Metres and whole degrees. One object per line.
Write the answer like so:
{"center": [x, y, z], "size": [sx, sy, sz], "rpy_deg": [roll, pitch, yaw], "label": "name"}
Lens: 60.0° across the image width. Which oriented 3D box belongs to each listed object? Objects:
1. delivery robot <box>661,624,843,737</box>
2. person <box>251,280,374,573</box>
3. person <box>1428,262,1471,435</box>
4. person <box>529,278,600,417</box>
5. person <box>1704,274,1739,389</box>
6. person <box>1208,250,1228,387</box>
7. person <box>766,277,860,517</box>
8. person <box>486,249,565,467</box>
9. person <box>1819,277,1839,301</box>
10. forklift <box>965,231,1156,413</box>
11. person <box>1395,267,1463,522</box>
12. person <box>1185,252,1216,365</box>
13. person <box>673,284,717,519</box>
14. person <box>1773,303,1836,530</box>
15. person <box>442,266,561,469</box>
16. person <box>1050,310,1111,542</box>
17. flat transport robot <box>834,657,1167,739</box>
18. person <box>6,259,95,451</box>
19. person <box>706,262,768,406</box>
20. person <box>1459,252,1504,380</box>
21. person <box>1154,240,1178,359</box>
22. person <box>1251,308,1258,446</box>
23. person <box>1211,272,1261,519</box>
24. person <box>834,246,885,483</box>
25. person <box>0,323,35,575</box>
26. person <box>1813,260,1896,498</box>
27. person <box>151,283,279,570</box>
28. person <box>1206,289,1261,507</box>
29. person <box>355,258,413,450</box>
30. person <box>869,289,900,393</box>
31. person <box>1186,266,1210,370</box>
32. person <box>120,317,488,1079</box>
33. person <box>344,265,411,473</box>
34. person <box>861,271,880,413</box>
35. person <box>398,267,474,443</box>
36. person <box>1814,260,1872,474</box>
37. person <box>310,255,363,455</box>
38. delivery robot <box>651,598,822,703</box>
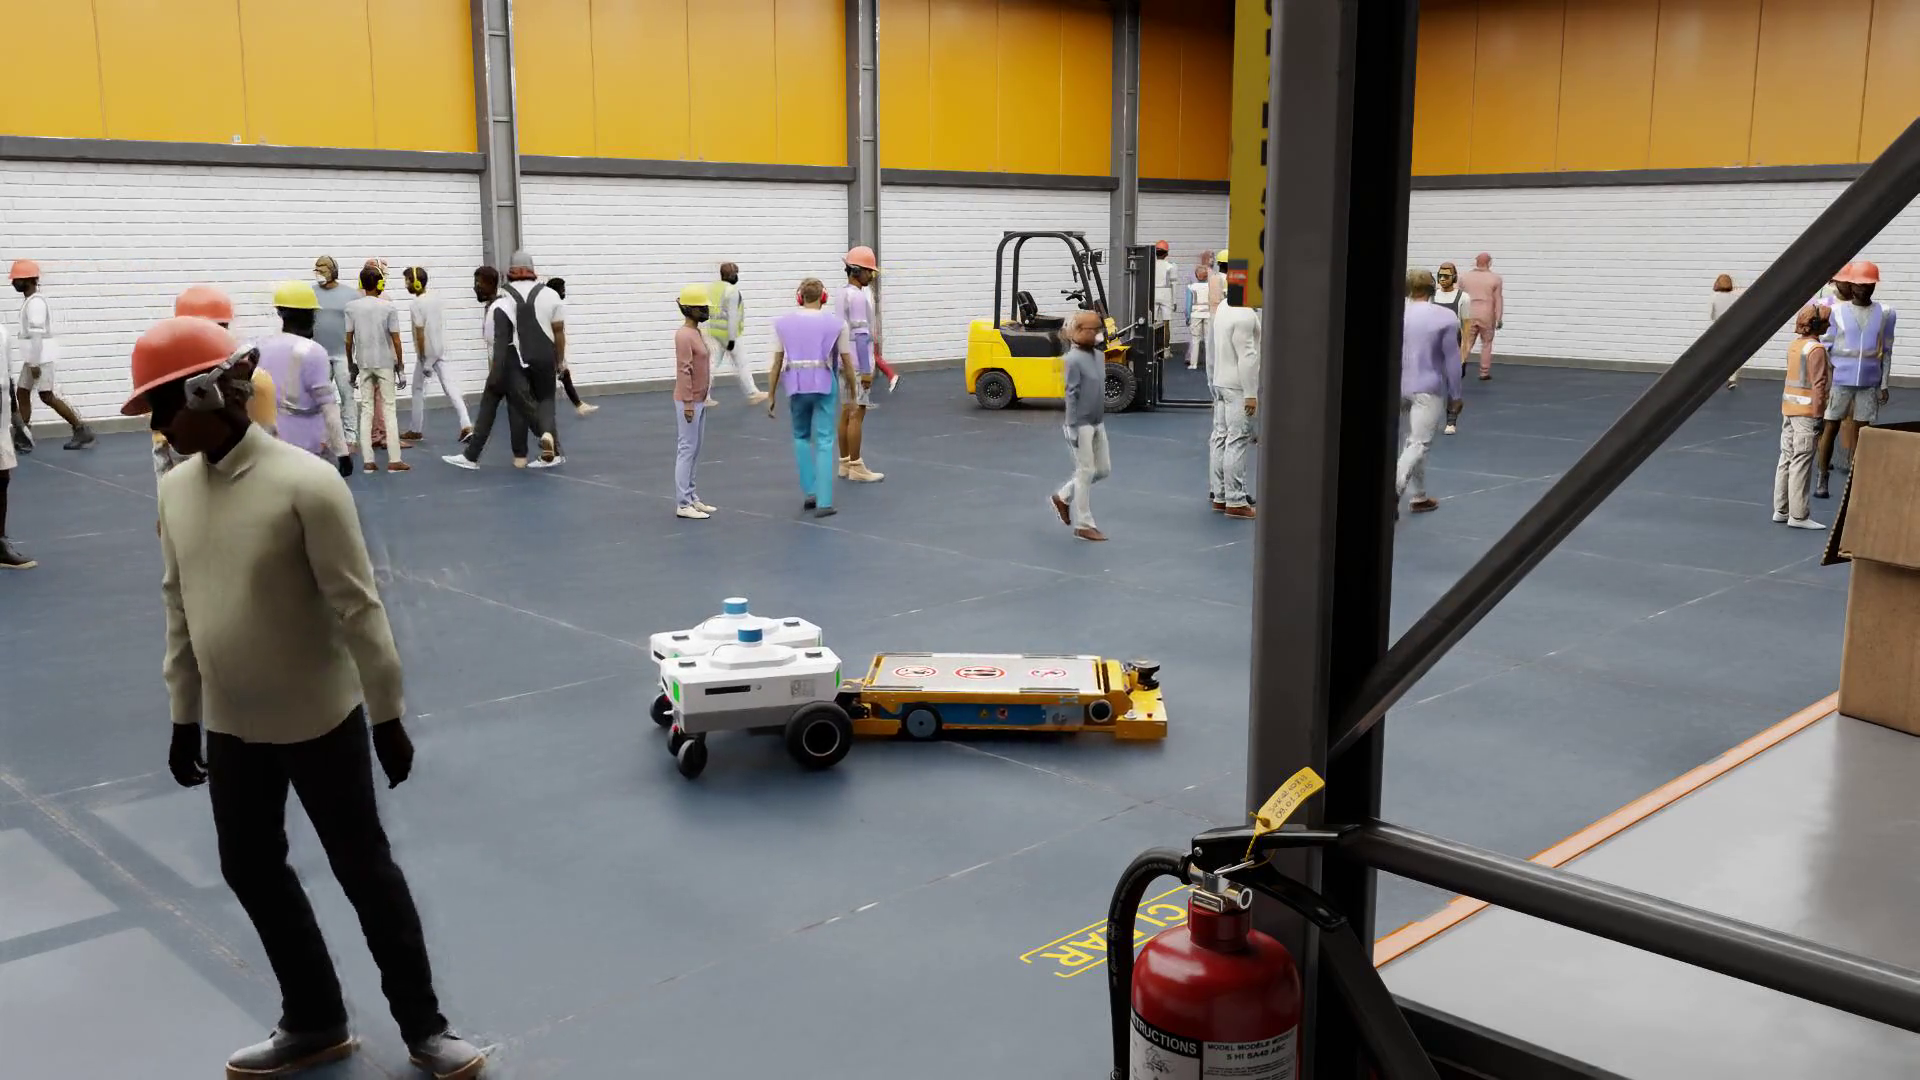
{"center": [-0.848, 0.585, 6.752], "size": [0.707, 0.478, 0.477], "rpy_deg": [-3, 11, -17], "label": "delivery robot"}
{"center": [-3.923, -0.589, 9.820], "size": [0.609, 1.877, 1.006], "rpy_deg": [6, 12, 31], "label": "person"}
{"center": [5.195, -2.054, 17.876], "size": [0.509, 1.846, 0.342], "rpy_deg": [6, 12, 30], "label": "person"}
{"center": [-4.692, -2.212, 19.283], "size": [0.904, 1.636, 0.536], "rpy_deg": [-2, 11, -9], "label": "person"}
{"center": [10.684, -2.924, 23.321], "size": [0.518, 1.588, 0.870], "rpy_deg": [0, 10, -1], "label": "person"}
{"center": [3.678, -3.084, 23.272], "size": [0.363, 1.928, 0.587], "rpy_deg": [-4, 11, -22], "label": "person"}
{"center": [-1.124, -1.098, 12.764], "size": [0.715, 1.801, 0.667], "rpy_deg": [1, 10, 4], "label": "person"}
{"center": [-3.988, -1.676, 15.284], "size": [0.690, 2.000, 0.652], "rpy_deg": [-3, 11, -18], "label": "person"}
{"center": [11.279, -2.710, 21.499], "size": [0.598, 1.828, 0.403], "rpy_deg": [-5, 12, -26], "label": "person"}
{"center": [1.222, -2.721, 20.561], "size": [2.313, 2.155, 1.214], "rpy_deg": [2, 11, 13], "label": "forklift"}
{"center": [3.394, -1.099, 12.526], "size": [0.637, 1.906, 0.929], "rpy_deg": [10, 14, 42], "label": "person"}
{"center": [4.131, -3.822, 27.492], "size": [0.996, 1.847, 0.677], "rpy_deg": [-5, 11, -24], "label": "person"}
{"center": [-2.003, -1.050, 12.619], "size": [0.325, 1.767, 0.533], "rpy_deg": [0, 10, 2], "label": "person"}
{"center": [6.173, -0.902, 12.160], "size": [0.308, 1.641, 0.511], "rpy_deg": [1, 10, 4], "label": "person"}
{"center": [-4.177, -1.560, 15.167], "size": [1.040, 1.853, 0.594], "rpy_deg": [-5, 12, -26], "label": "person"}
{"center": [0.846, -0.802, 11.675], "size": [0.477, 1.620, 0.504], "rpy_deg": [8, 13, 36], "label": "person"}
{"center": [0.172, 0.673, 7.302], "size": [1.431, 0.197, 0.652], "rpy_deg": [1, 10, 3], "label": "flat transport robot"}
{"center": [-9.118, -1.819, 16.450], "size": [0.802, 1.916, 0.555], "rpy_deg": [-7, 12, -33], "label": "person"}
{"center": [-2.894, -2.566, 20.838], "size": [0.986, 1.793, 0.639], "rpy_deg": [-9, 14, -40], "label": "person"}
{"center": [7.644, -3.284, 24.459], "size": [0.668, 1.891, 0.666], "rpy_deg": [7, 13, 35], "label": "person"}
{"center": [3.476, -4.166, 28.856], "size": [0.607, 2.044, 0.378], "rpy_deg": [3, 11, 17], "label": "person"}
{"center": [2.832, -1.667, 16.466], "size": [0.855, 1.579, 0.515], "rpy_deg": [-6, 12, -30], "label": "person"}
{"center": [2.104, -1.130, 12.583], "size": [0.372, 1.940, 0.630], "rpy_deg": [-2, 11, -9], "label": "person"}
{"center": [-0.880, -1.515, 14.428], "size": [0.392, 2.033, 0.605], "rpy_deg": [-4, 11, -20], "label": "person"}
{"center": [-6.166, -0.757, 10.476], "size": [0.362, 1.963, 0.633], "rpy_deg": [2, 11, 12], "label": "person"}
{"center": [7.227, -1.286, 13.442], "size": [0.551, 1.934, 0.373], "rpy_deg": [3, 11, 16], "label": "person"}
{"center": [-3.315, -0.186, 7.467], "size": [0.560, 1.927, 0.525], "rpy_deg": [0, 10, 0], "label": "person"}
{"center": [2.183, -1.178, 13.143], "size": [0.404, 1.827, 0.600], "rpy_deg": [-5, 11, -24], "label": "person"}
{"center": [-5.804, -1.857, 16.652], "size": [0.639, 1.903, 0.409], "rpy_deg": [9, 14, 42], "label": "person"}
{"center": [-1.164, -2.796, 22.214], "size": [0.746, 1.743, 0.530], "rpy_deg": [-3, 11, -16], "label": "person"}
{"center": [3.834, -3.523, 26.439], "size": [0.511, 1.644, 0.307], "rpy_deg": [-2, 11, -9], "label": "person"}
{"center": [-1.597, 0.432, 4.073], "size": [0.835, 1.939, 0.413], "rpy_deg": [4, 11, 19], "label": "person"}
{"center": [-5.259, -1.535, 14.984], "size": [0.535, 1.868, 0.309], "rpy_deg": [0, 10, 2], "label": "person"}
{"center": [-1.190, -2.472, 20.117], "size": [0.405, 1.871, 0.717], "rpy_deg": [2, 11, 10], "label": "person"}
{"center": [-5.415, -1.900, 17.119], "size": [0.979, 1.822, 0.595], "rpy_deg": [5, 12, 26], "label": "person"}
{"center": [7.884, -1.539, 14.887], "size": [0.565, 1.902, 0.874], "rpy_deg": [3, 11, 17], "label": "person"}
{"center": [-6.106, -1.792, 16.202], "size": [0.629, 1.937, 0.379], "rpy_deg": [-2, 11, -9], "label": "person"}
{"center": [-0.971, 0.496, 7.239], "size": [0.707, 0.478, 0.477], "rpy_deg": [-6, 12, -29], "label": "delivery robot"}
